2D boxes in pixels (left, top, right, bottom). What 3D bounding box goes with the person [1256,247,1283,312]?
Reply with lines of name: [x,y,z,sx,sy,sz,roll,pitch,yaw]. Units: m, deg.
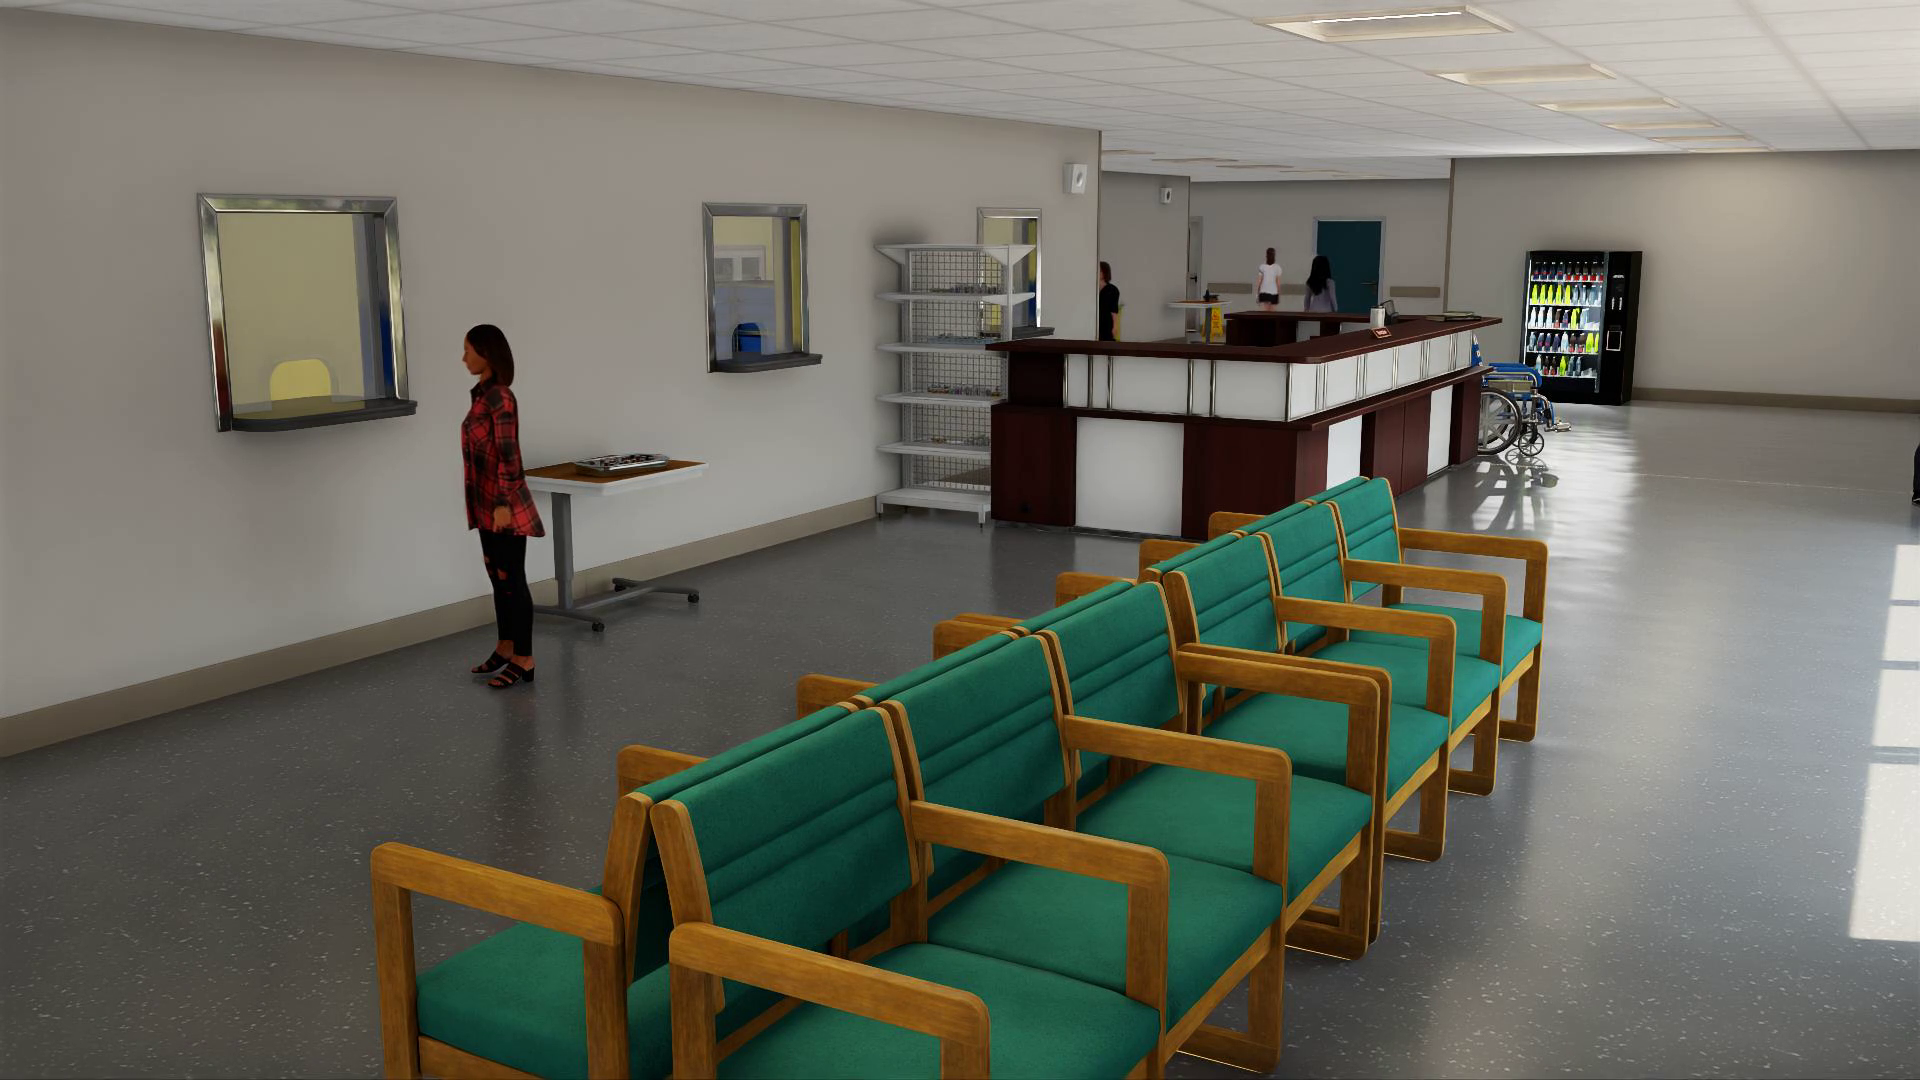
person: [5.486,-4.297,29.565,1.102,1.715,1.013,-1,11,-3]

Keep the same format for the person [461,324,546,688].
person: [-2.165,-0.166,7.834,0.758,1.700,0.654,-6,12,-30]

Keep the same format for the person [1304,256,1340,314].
person: [4.882,-3.007,22.844,0.975,1.685,1.174,-8,14,-37]

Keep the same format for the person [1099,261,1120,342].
person: [1.758,-2.621,20.761,0.482,1.704,0.675,4,12,22]
